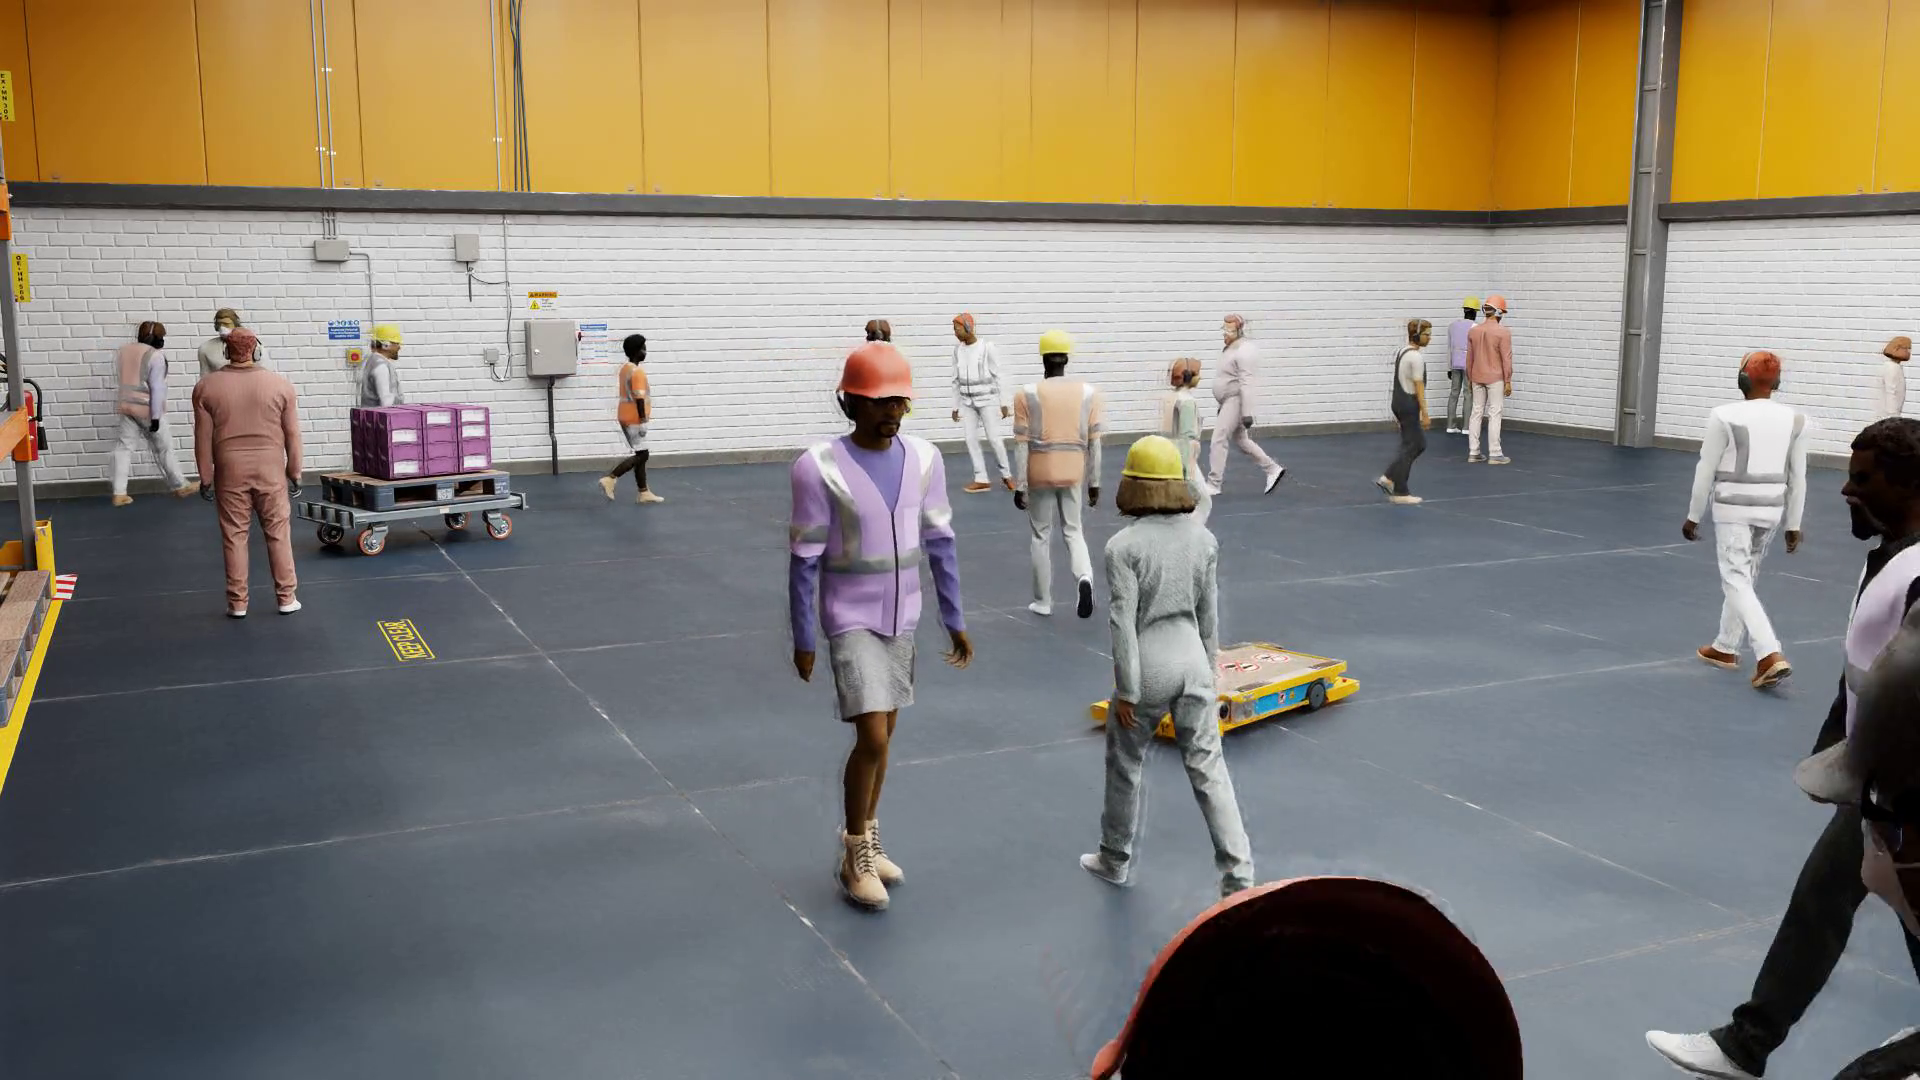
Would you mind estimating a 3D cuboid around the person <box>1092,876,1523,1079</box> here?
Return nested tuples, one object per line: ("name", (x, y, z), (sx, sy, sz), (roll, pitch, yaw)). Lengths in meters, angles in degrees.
("person", (0.107, 1.121, 1.254), (0.557, 1.915, 0.744), (-4, 10, -25))

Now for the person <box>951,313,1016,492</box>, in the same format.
("person", (0.254, -1.410, 17.124), (0.648, 1.853, 0.625), (7, 12, 38))

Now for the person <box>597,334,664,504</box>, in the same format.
("person", (-3.196, -1.153, 16.066), (0.599, 1.678, 0.535), (-4, 10, -25))

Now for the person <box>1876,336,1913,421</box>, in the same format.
("person", (9.377, -1.241, 16.758), (0.494, 1.621, 0.549), (6, 11, 34))

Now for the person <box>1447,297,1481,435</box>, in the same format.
("person", (7.060, -2.423, 23.201), (0.388, 1.919, 0.585), (-8, 12, -40))

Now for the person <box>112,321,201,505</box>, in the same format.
("person", (-7.987, -1.251, 16.343), (0.732, 1.778, 0.932), (3, 10, 21))

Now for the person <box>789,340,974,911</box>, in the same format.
("person", (-0.263, 0.302, 5.973), (0.633, 2.019, 0.664), (-8, 12, -39))

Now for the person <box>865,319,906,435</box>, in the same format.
("person", (-0.818, -1.194, 15.891), (0.754, 1.812, 0.635), (-3, 10, -16))

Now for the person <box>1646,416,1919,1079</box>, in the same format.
("person", (2.370, 0.611, 4.475), (0.936, 1.875, 0.627), (4, 10, 24))

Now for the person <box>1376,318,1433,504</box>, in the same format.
("person", (4.398, -1.240, 16.168), (0.412, 1.822, 0.516), (0, 9, 3))

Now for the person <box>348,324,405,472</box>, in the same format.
("person", (-5.621, -1.205, 16.100), (0.955, 1.776, 0.592), (-2, 9, -15))

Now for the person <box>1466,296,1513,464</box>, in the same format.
("person", (6.281, -1.893, 19.701), (0.393, 1.985, 0.611), (-7, 11, -36))

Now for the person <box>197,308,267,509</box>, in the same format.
("person", (-6.924, -1.248, 15.887), (0.648, 1.931, 0.384), (-1, 9, -3))

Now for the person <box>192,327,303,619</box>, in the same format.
("person", (-4.658, -0.439, 10.924), (0.652, 1.906, 0.402), (-4, 10, -23))

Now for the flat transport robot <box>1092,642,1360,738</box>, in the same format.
("flat transport robot", (1.392, 0.758, 8.555), (1.431, 0.197, 0.652), (-9, 13, -44))

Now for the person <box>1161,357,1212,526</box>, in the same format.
("person", (1.702, -0.568, 12.610), (0.440, 1.624, 0.517), (-2, 9, -13))

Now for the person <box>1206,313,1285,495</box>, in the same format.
("person", (2.836, -1.360, 16.770), (0.911, 1.858, 0.653), (0, 9, 0))

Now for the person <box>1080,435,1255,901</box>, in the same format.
("person", (0.755, 0.484, 5.855), (0.491, 1.695, 0.919), (-5, 10, -27))

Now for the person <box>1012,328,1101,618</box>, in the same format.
("person", (0.637, -0.411, 10.760), (0.593, 1.909, 0.685), (-2, 9, -14))

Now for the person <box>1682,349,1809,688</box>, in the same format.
("person", (4.382, -0.128, 9.190), (0.576, 1.852, 0.912), (-2, 9, -10))
